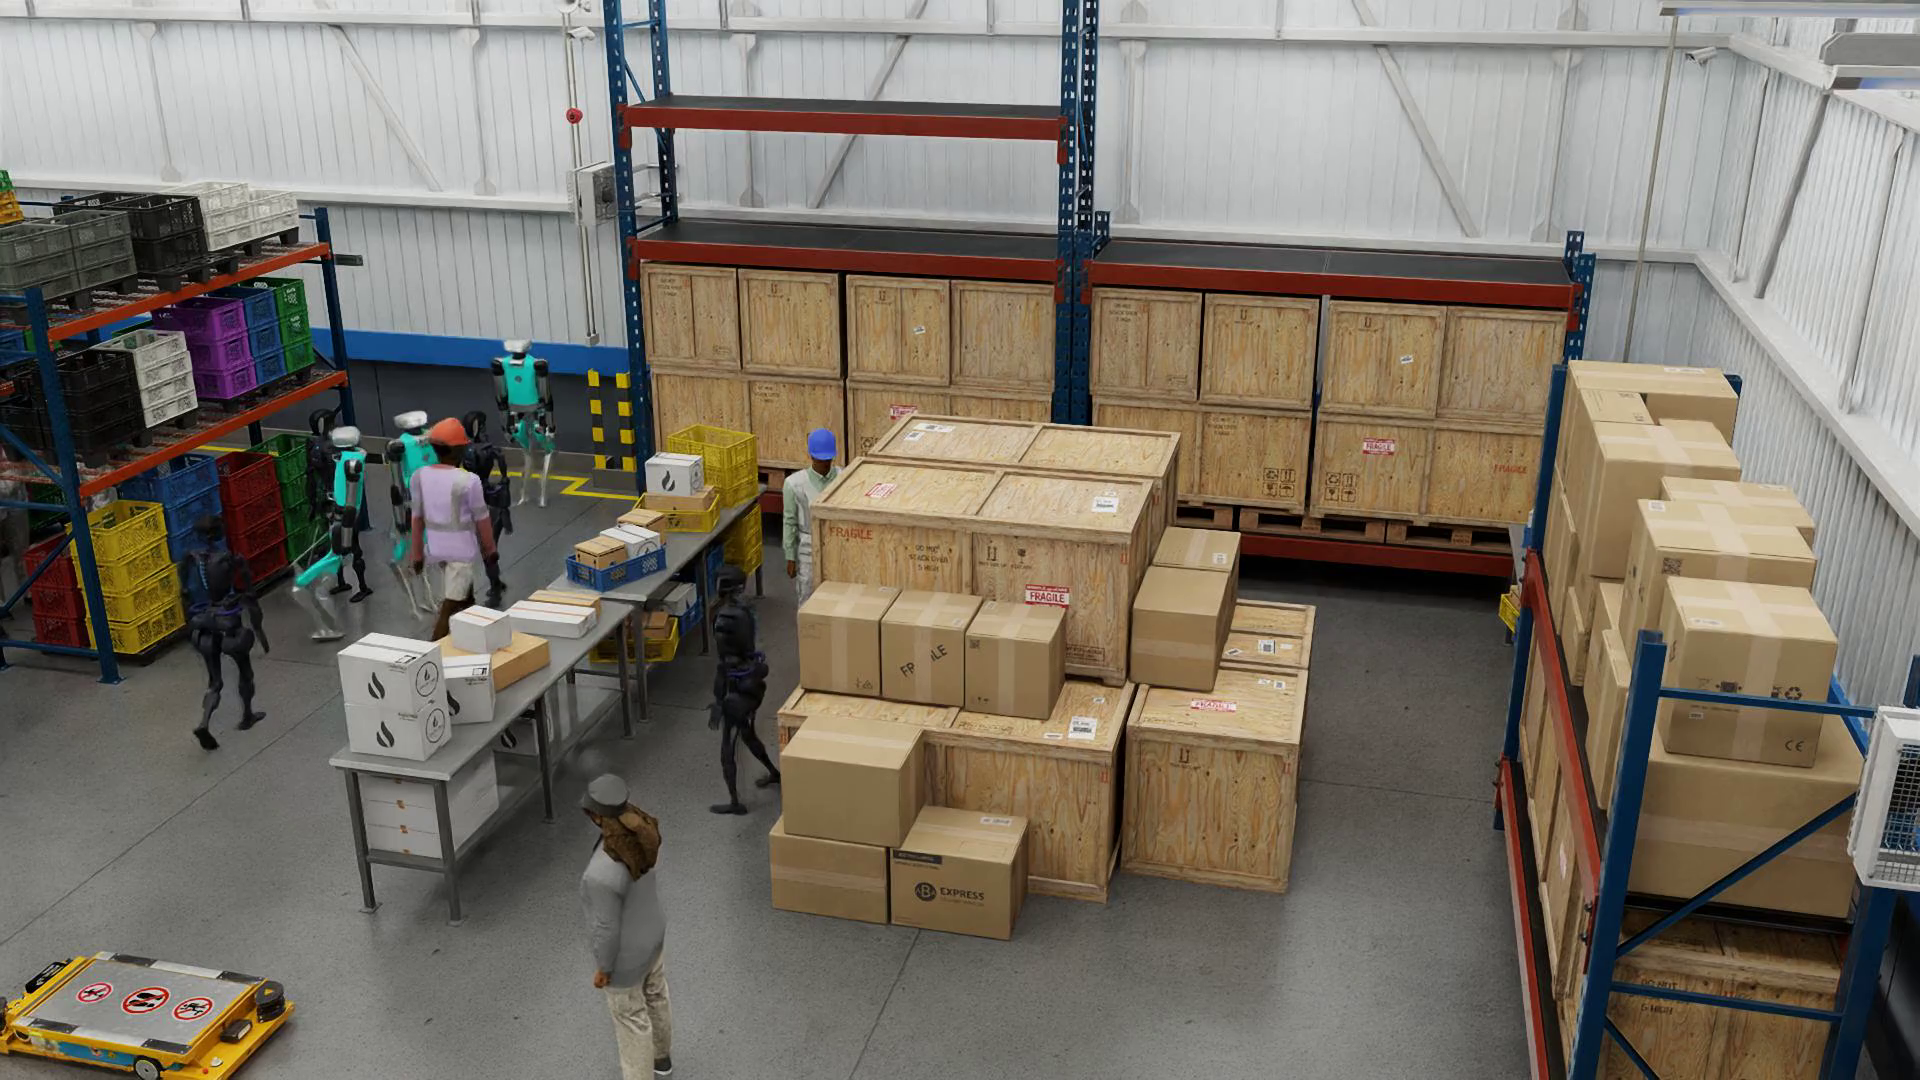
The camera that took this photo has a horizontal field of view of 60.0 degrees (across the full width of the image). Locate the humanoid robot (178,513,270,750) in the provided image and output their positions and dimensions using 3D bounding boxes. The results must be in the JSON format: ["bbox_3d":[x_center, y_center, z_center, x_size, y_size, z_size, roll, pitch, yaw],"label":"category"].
[{"bbox_3d":[-5.139,0.622,11.479,0.602,1.634,0.656,3,21,9],"label":"humanoid robot"}]

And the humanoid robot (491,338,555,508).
[{"bbox_3d":[-4.099,-1.124,15.970,0.534,1.790,0.808,1,21,1],"label":"humanoid robot"}]

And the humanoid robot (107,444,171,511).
[{"bbox_3d":[-7.075,-0.555,14.421,0.704,1.772,0.538,-12,24,-29],"label":"humanoid robot"}]

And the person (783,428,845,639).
[{"bbox_3d":[-1.022,0.091,12.460,0.613,1.944,0.389,-9,23,-21],"label":"person"}]

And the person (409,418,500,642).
[{"bbox_3d":[-3.804,0.061,12.504,0.595,1.979,1.095,11,23,26],"label":"person"}]

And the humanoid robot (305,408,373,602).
[{"bbox_3d":[-5.181,-0.295,13.824,0.599,1.657,0.315,12,24,28],"label":"humanoid robot"}]

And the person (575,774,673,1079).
[{"bbox_3d":[-1.588,1.917,7.935,0.403,1.763,0.564,5,21,12],"label":"person"}]

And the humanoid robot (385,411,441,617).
[{"bbox_3d":[-4.465,-0.208,13.550,0.683,1.804,0.544,16,26,35],"label":"humanoid robot"}]

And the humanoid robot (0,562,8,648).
[{"bbox_3d":[-7.794,0.052,12.941,0.614,1.666,0.339,-2,21,-5],"label":"humanoid robot"}]

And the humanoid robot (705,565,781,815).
[{"bbox_3d":[-1.379,0.935,10.639,0.420,1.636,0.583,5,22,14],"label":"humanoid robot"}]

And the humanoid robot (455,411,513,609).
[{"bbox_3d":[-3.974,-0.270,13.786,0.593,1.640,0.548,8,22,20],"label":"humanoid robot"}]

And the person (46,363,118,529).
[{"bbox_3d":[-7.590,-0.647,14.475,0.583,1.882,0.341,7,22,17],"label":"person"}]

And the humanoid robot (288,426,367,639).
[{"bbox_3d":[-4.980,0.053,12.981,0.835,1.854,0.548,-9,23,-22],"label":"humanoid robot"}]

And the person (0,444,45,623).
[{"bbox_3d":[-7.794,-0.253,13.516,0.404,1.834,0.590,14,25,33],"label":"person"}]

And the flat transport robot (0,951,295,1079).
[{"bbox_3d":[-4.270,2.464,8.601,1.431,0.231,0.659,5,22,13],"label":"flat transport robot"}]
